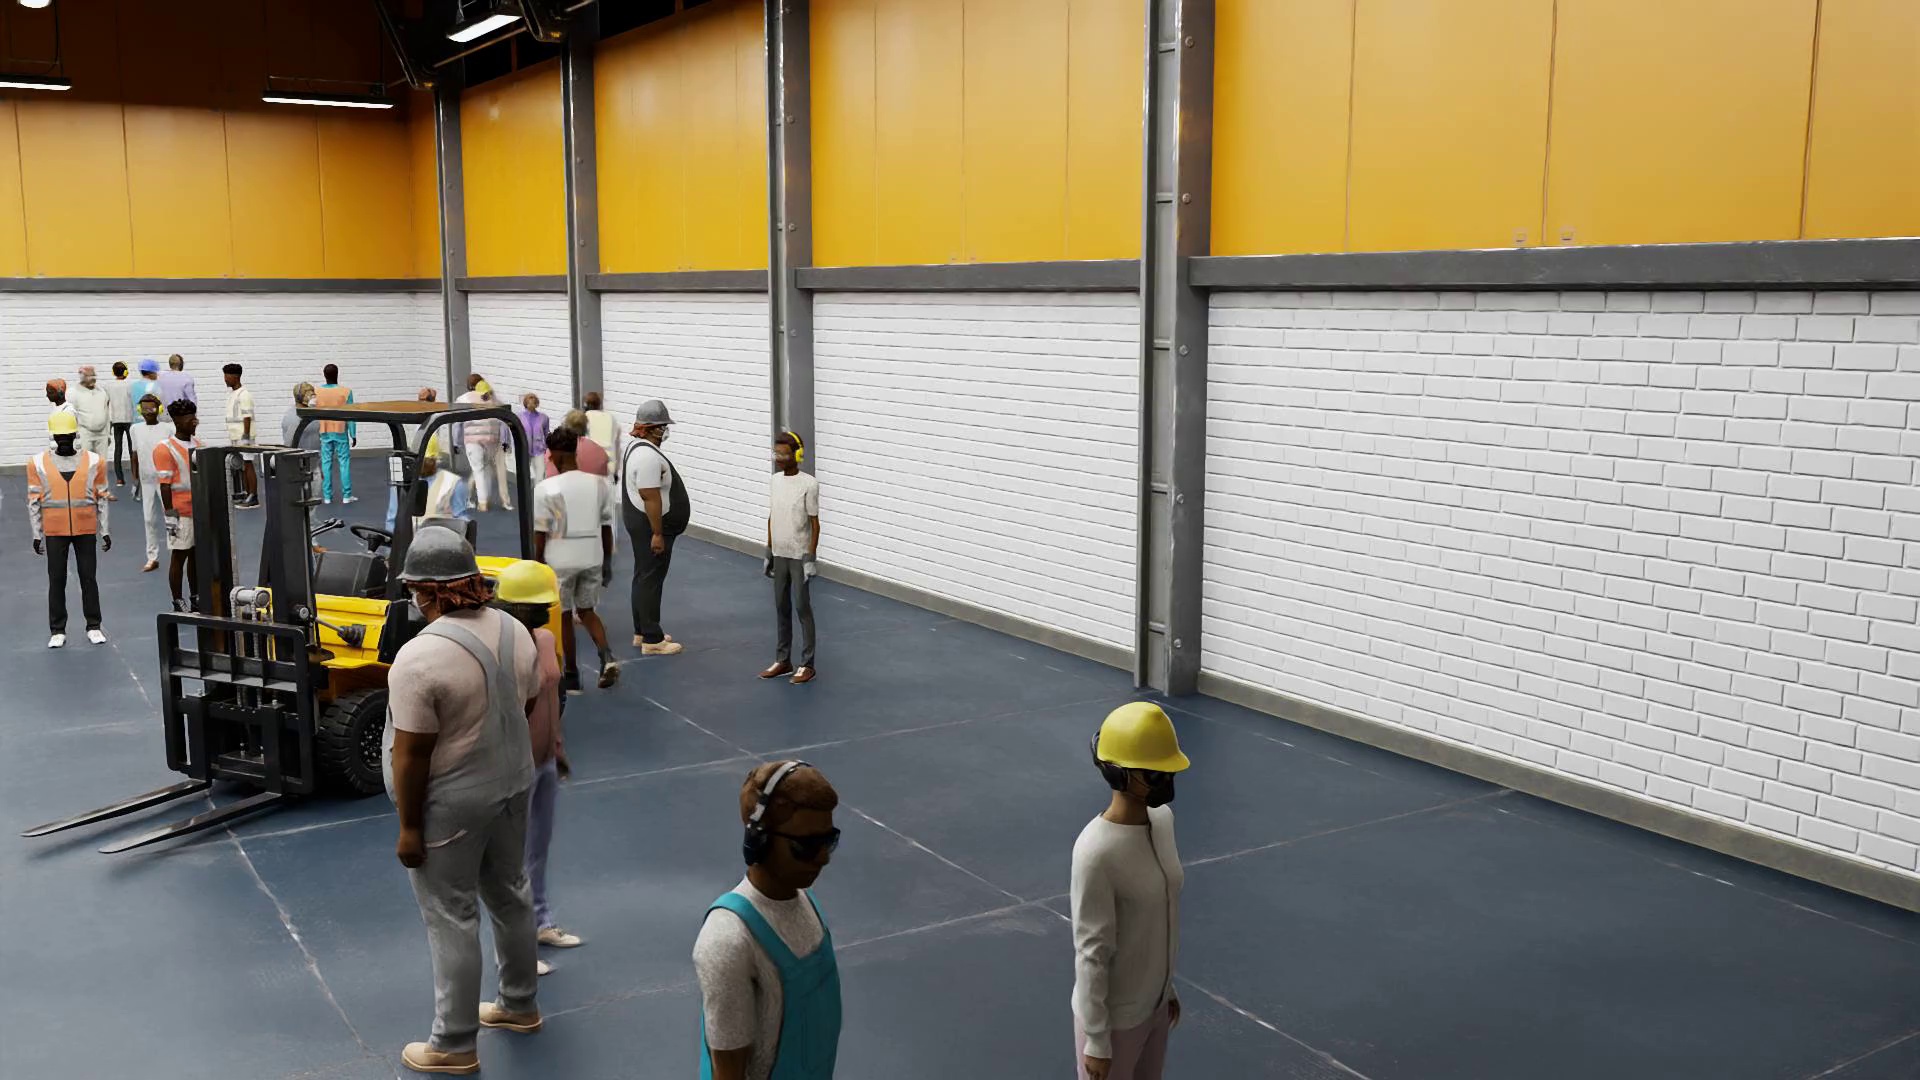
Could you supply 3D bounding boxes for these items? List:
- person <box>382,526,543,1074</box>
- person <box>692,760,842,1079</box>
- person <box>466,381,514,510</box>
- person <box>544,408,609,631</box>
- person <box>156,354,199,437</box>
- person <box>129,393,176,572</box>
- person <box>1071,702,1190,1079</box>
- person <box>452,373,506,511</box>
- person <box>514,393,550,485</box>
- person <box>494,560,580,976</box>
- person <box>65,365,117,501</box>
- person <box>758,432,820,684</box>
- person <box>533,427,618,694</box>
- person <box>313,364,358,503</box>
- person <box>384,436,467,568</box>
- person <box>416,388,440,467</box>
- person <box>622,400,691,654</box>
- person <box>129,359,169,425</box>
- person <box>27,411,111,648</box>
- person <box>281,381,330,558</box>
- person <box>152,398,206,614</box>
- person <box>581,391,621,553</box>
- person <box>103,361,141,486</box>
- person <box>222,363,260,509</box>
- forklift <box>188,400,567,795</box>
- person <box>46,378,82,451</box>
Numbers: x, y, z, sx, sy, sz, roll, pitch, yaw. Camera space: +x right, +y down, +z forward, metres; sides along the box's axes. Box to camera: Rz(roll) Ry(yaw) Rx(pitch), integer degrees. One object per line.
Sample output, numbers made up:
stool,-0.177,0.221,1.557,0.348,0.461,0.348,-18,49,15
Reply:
person,-1.902,0.942,6.253,0.536,2.000,0.684,4,9,23
person,-0.422,1.403,3.826,0.344,1.840,0.507,2,9,14
person,-6.287,-1.269,22.198,0.572,1.731,0.641,-5,10,-32
person,-3.257,-0.170,14.228,0.653,1.896,0.497,-8,12,-44
person,-12.215,-1.940,26.020,0.636,1.939,0.363,1,9,8
person,-8.305,-0.587,17.189,0.515,1.862,0.338,0,8,-1
person,0.485,1.315,4.661,0.310,1.768,0.533,5,10,30
person,-6.455,-1.315,22.220,0.661,1.805,0.889,-6,10,-34
person,-5.620,-1.146,21.856,0.496,1.586,0.912,-3,9,-21
person,-1.831,0.954,7.105,0.328,1.765,0.531,2,9,14
person,-11.924,-1.443,22.818,0.402,1.898,0.633,4,9,24
person,-1.264,0.127,12.325,0.510,1.871,0.328,6,11,37
person,-2.733,0.163,11.862,0.610,1.938,0.509,-8,11,-42
person,-8.591,-1.455,22.823,0.592,1.919,0.392,-1,8,-6
person,-4.145,0.060,12.990,0.620,1.819,0.538,1,8,6
person,-7.028,-1.187,21.980,0.309,1.633,0.516,-7,11,-41
person,-2.437,-0.117,13.392,0.536,2.000,0.688,-3,9,-20
person,-11.735,-1.638,24.058,0.649,1.931,0.483,4,9,25
person,-7.264,-0.090,13.591,0.585,1.928,0.368,-5,10,-30
person,-7.141,-0.759,18.117,0.372,1.932,0.623,1,8,4
person,-6.789,-0.264,14.631,0.367,1.966,0.607,1,9,10
person,-4.104,-0.761,18.633,0.652,1.781,0.915,-6,10,-36
person,-12.538,-1.743,24.925,0.521,1.873,0.335,-1,8,-5
person,-9.653,-1.399,22.319,0.373,1.959,0.604,-7,11,-40
forklift,-3.529,0.258,10.348,1.214,2.155,2.313,4,9,25
person,-10.659,-0.985,19.807,0.360,1.879,0.582,-7,11,-40
